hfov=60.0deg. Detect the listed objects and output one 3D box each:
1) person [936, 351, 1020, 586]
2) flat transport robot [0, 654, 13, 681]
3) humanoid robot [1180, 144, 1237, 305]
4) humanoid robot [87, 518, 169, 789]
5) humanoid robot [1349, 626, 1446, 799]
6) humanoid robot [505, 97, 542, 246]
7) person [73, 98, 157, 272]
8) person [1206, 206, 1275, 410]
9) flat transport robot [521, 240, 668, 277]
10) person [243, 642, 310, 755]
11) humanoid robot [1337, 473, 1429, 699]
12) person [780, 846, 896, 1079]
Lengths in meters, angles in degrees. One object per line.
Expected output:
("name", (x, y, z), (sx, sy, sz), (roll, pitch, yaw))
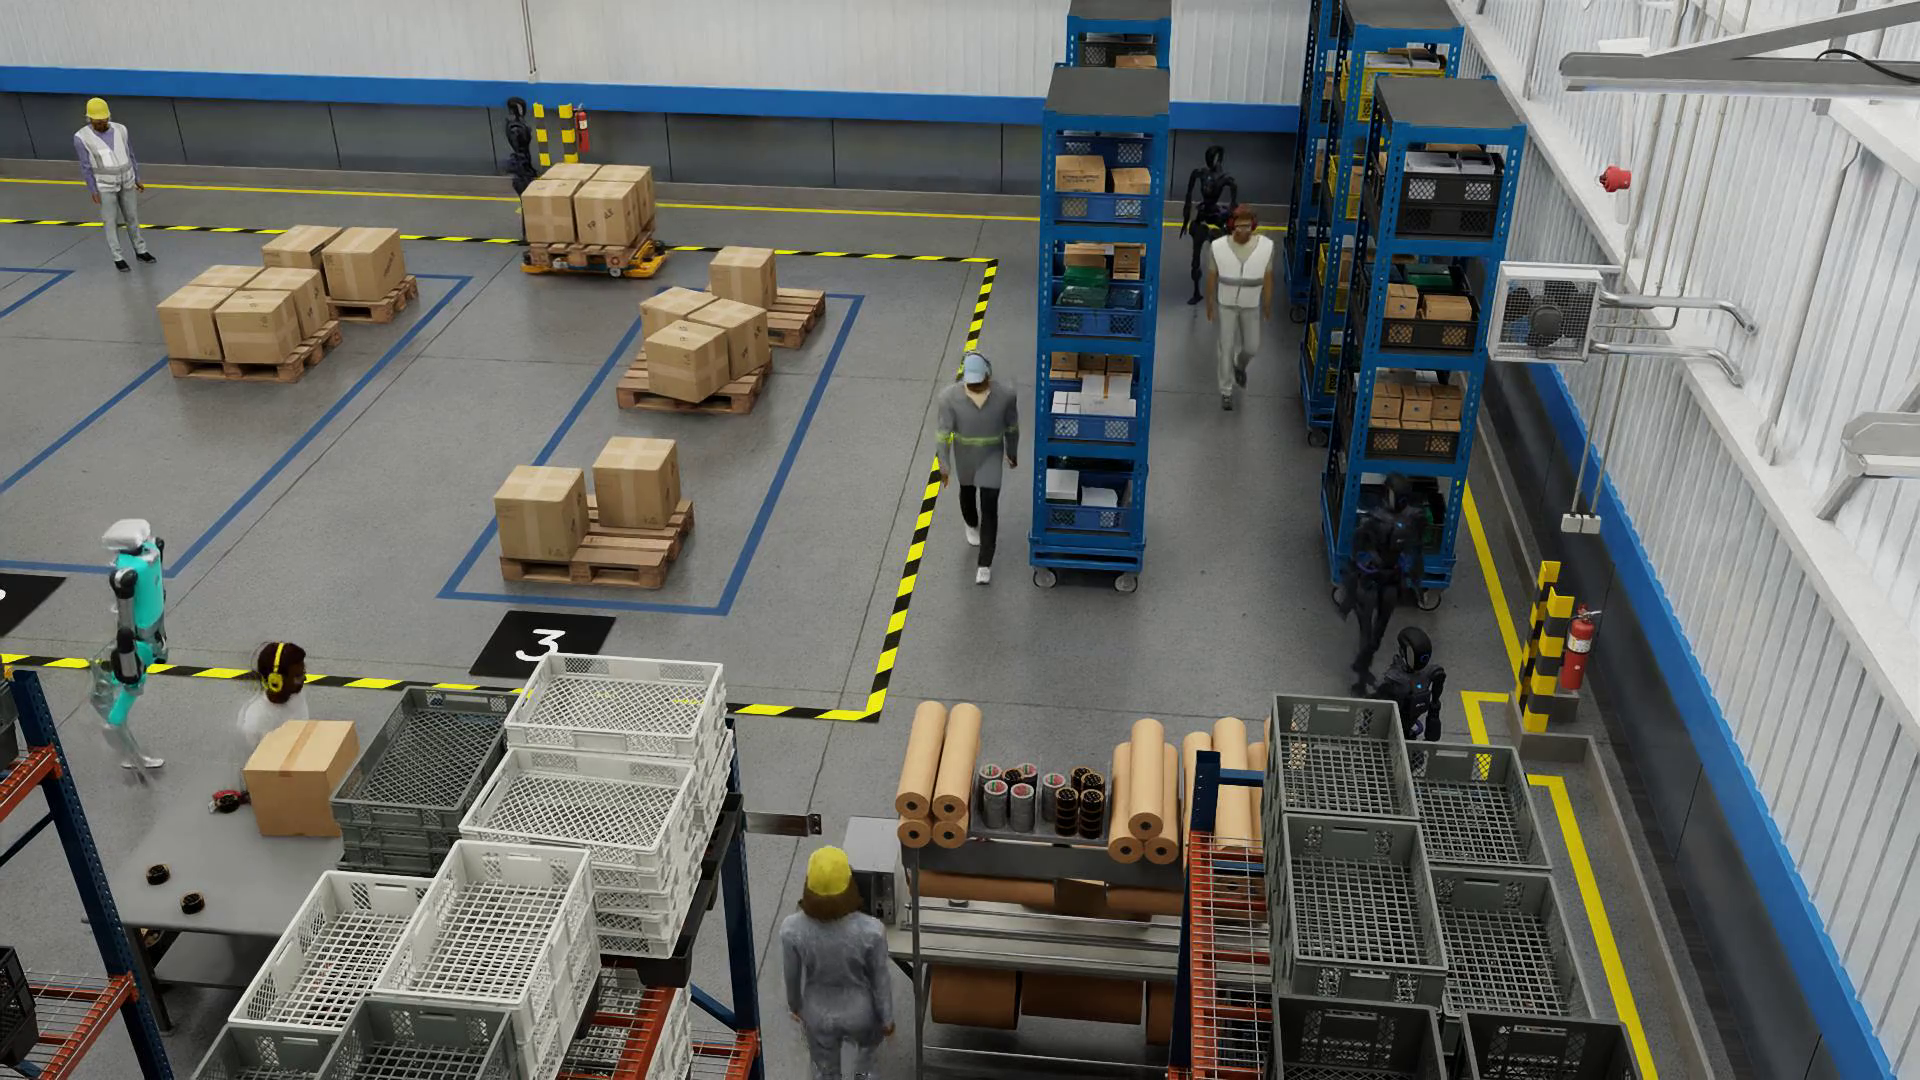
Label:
("person", (0.130, -0.607, 12.200), (0.615, 1.783, 1.031), (0, 30, 0))
("flat transport robot", (-7.142, 0.969, 11.010), (1.431, 0.231, 0.659), (3, 30, 6))
("humanoid robot", (2.551, -3.223, 16.816), (0.606, 1.634, 0.577), (19, 35, 29))
("humanoid robot", (-5.073, 0.722, 10.027), (0.786, 1.830, 0.560), (-1, 30, -2))
("humanoid robot", (2.411, 1.185, 9.222), (0.599, 1.657, 0.315), (-14, 33, -22))
("humanoid robot", (-4.766, -4.028, 18.190), (0.351, 1.643, 0.616), (-2, 30, -3))
("person", (-8.944, -3.774, 17.607), (0.404, 1.825, 0.587), (21, 36, 31))
("person", (2.451, -2.069, 14.666), (0.582, 1.834, 0.485), (1, 30, 2))
("flat transport robot", (-3.936, -3.064, 17.909), (1.431, 0.197, 0.652), (3, 30, 6))
("person", (-3.525, 1.347, 8.789), (0.434, 1.848, 0.566), (8, 31, 14))
("humanoid robot", (2.749, 0.290, 10.786), (0.591, 1.641, 0.534), (-9, 31, -15))
("person", (-0.545, 2.117, 7.576), (0.520, 1.725, 0.408), (2, 30, 4))
